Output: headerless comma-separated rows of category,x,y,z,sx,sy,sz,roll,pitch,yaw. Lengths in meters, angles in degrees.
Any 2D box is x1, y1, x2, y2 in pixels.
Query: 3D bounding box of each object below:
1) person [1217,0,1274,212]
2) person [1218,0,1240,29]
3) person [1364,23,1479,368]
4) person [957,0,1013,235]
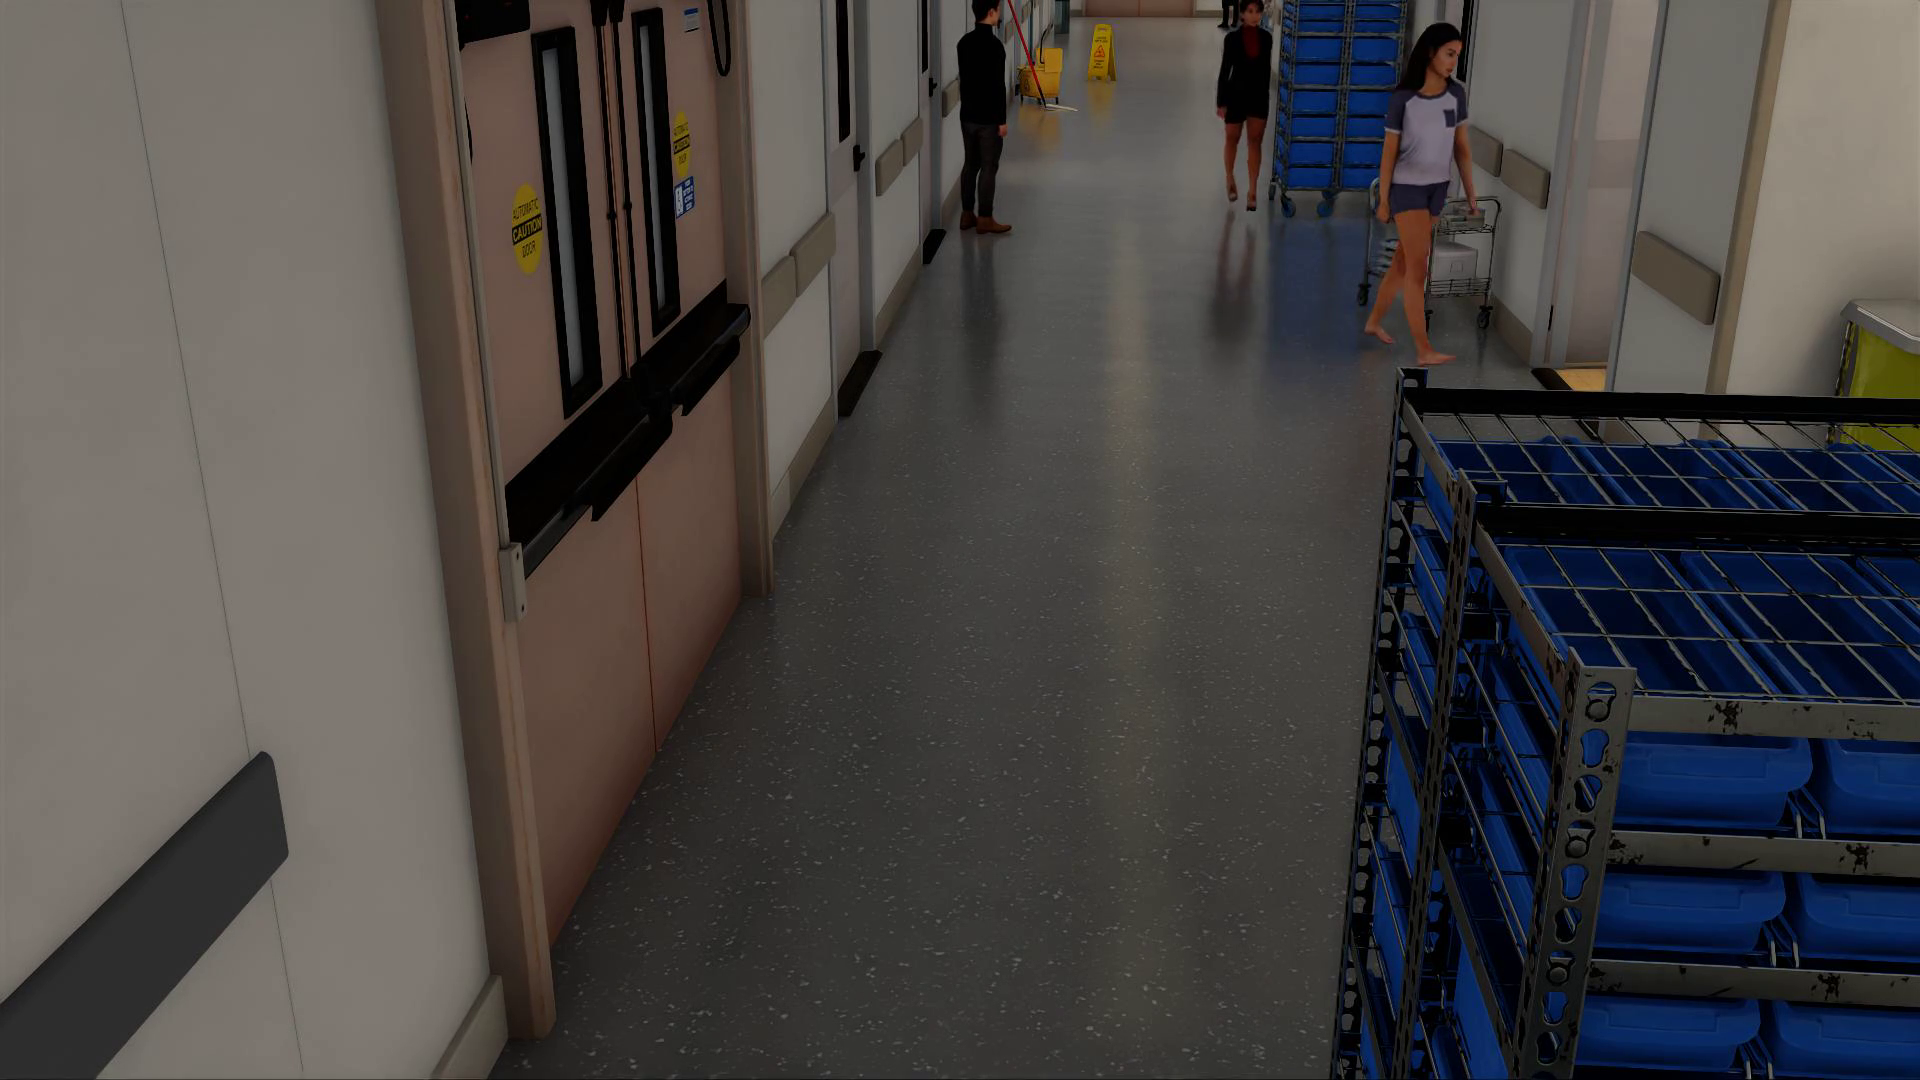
person,2.210,-3.382,13.031,0.643,1.586,1.056,0,21,0
person,5.505,-11.376,33.782,0.712,1.836,0.688,-7,22,-19
person,2.340,-1.776,8.662,0.956,1.676,1.177,-9,23,-22
person,0.159,-3.129,12.172,0.775,1.721,0.698,-14,25,-33
